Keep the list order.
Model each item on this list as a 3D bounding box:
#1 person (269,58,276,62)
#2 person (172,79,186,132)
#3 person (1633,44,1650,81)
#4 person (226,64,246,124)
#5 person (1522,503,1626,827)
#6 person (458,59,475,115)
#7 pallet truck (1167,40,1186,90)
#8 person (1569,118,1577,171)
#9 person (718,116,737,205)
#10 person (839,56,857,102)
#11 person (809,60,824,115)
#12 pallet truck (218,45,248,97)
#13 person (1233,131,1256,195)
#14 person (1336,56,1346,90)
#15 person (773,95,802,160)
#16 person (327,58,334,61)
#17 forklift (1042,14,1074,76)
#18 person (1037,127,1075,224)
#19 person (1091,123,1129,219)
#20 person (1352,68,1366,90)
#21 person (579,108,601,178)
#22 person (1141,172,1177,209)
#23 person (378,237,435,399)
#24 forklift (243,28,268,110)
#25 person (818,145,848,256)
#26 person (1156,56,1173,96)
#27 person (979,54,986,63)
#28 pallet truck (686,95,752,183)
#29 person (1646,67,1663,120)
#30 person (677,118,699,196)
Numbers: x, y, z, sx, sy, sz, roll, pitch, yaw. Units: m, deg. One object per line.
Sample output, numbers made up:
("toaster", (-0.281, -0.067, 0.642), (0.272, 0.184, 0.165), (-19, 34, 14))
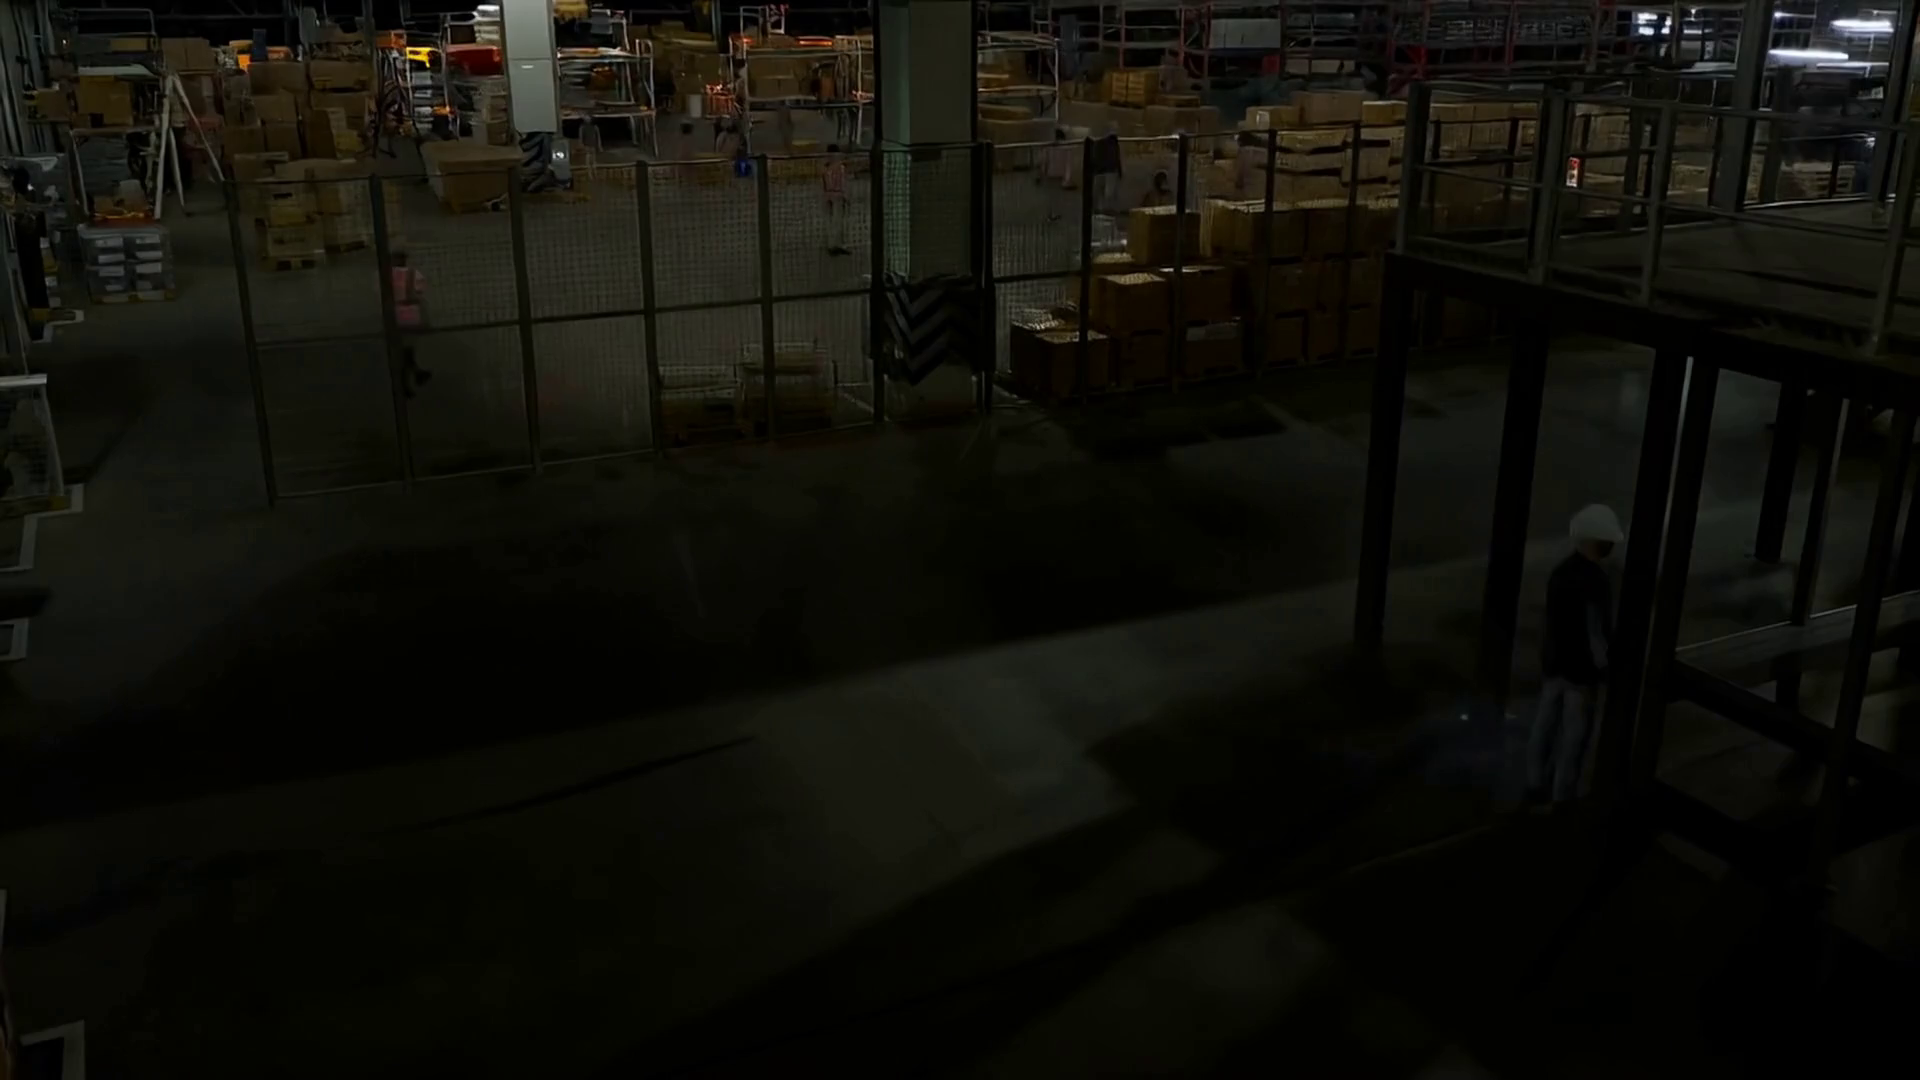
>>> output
("person", (-24.234, -16.114, 58.915), (0.590, 1.860, 0.686), (-7, 20, -19))
("person", (-24.301, -13.462, 51.583), (0.517, 1.631, 0.313), (2, 19, 5))
("person", (27.942, -19.401, 68.404), (0.768, 1.912, 0.406), (-1, 19, -4))
("person", (-23.641, -14.553, 54.330), (0.565, 1.894, 0.907), (-6, 20, -17))
("person", (3.667, 0.724, 9.909), (0.395, 1.992, 0.622), (18, 26, 41))
("person", (-17.034, -15.638, 57.506), (1.011, 1.887, 0.648), (2, 19, 7))
("pallet truck", (9.045, -19.971, 69.895), (0.823, 1.965, 1.885), (-3, 19, -8))
("person", (13.935, -9.111, 38.372), (0.417, 2.034, 0.603), (-3, 19, -8))
("person", (-5.083, -8.222, 36.024), (0.360, 1.893, 0.757), (-17, 25, -40))
("person", (-4.078, -16.691, 60.586), (0.612, 1.866, 0.998), (-7, 20, -19))
("person", (-4.993, -15.733, 57.841), (0.505, 1.846, 0.346), (-3, 19, -9))
("pallet truck", (-28.879, -18.665, 66.111), (0.823, 1.965, 1.885), (-3, 19, -9))
("person", (5.701, -7.216, 33.184), (0.530, 1.830, 0.635), (8, 21, 21))
("person", (14.462, -17.472, 63.106), (0.317, 1.695, 0.549), (-6, 20, -17))
("person", (-4.619, -10.892, 43.980), (0.909, 1.724, 0.532), (-10, 22, -27))
("person", (-21.919, -15.846, 58.086), (0.642, 1.898, 0.955), (8, 21, 23))
("forklift", (4.907, -23.153, 77.787), (1.873, 2.768, 1.129), (-9, 21, -25))
("person", (1.898, -7.326, 33.402), (0.739, 1.878, 0.843), (-7, 20, -21))
("person", (3.084, -7.511, 33.879), (1.055, 1.920, 0.698), (11, 22, 29))
("person", (12.417, -13.875, 52.351), (0.578, 1.908, 0.809), (-17, 25, -40))
("person", (-8.987, -9.651, 40.474), (0.537, 1.671, 0.722), (-4, 19, -10))
("person", (3.132, -4.841, 26.216), (0.652, 1.879, 1.027), (-7, 20, -19))
("person", (-6.609, -2.674, 19.931), (0.574, 1.881, 0.999), (3, 19, 10))
("forklift", (-24.965, -16.909, 59.685), (1.873, 2.768, 1.129), (-9, 21, -25))
("person", (-2.247, -6.062, 29.662), (0.402, 1.942, 0.603), (17, 25, 40))
("person", (7.223, -16.166, 58.951), (0.592, 1.944, 0.612), (17, 25, 40))
("person", (0.816, -16.941, 61.268), (0.544, 1.904, 0.918), (-8, 21, -22))
("pallet truck", (-5.836, -9.608, 39.856), (0.823, 1.965, 1.885), (10, 22, 27))
("person", (22.943, -14.741, 55.046), (0.894, 1.803, 0.583), (-10, 22, -27))
("person", (-6.157, -8.647, 37.484), (0.490, 1.721, 0.641), (-12, 22, -31))
